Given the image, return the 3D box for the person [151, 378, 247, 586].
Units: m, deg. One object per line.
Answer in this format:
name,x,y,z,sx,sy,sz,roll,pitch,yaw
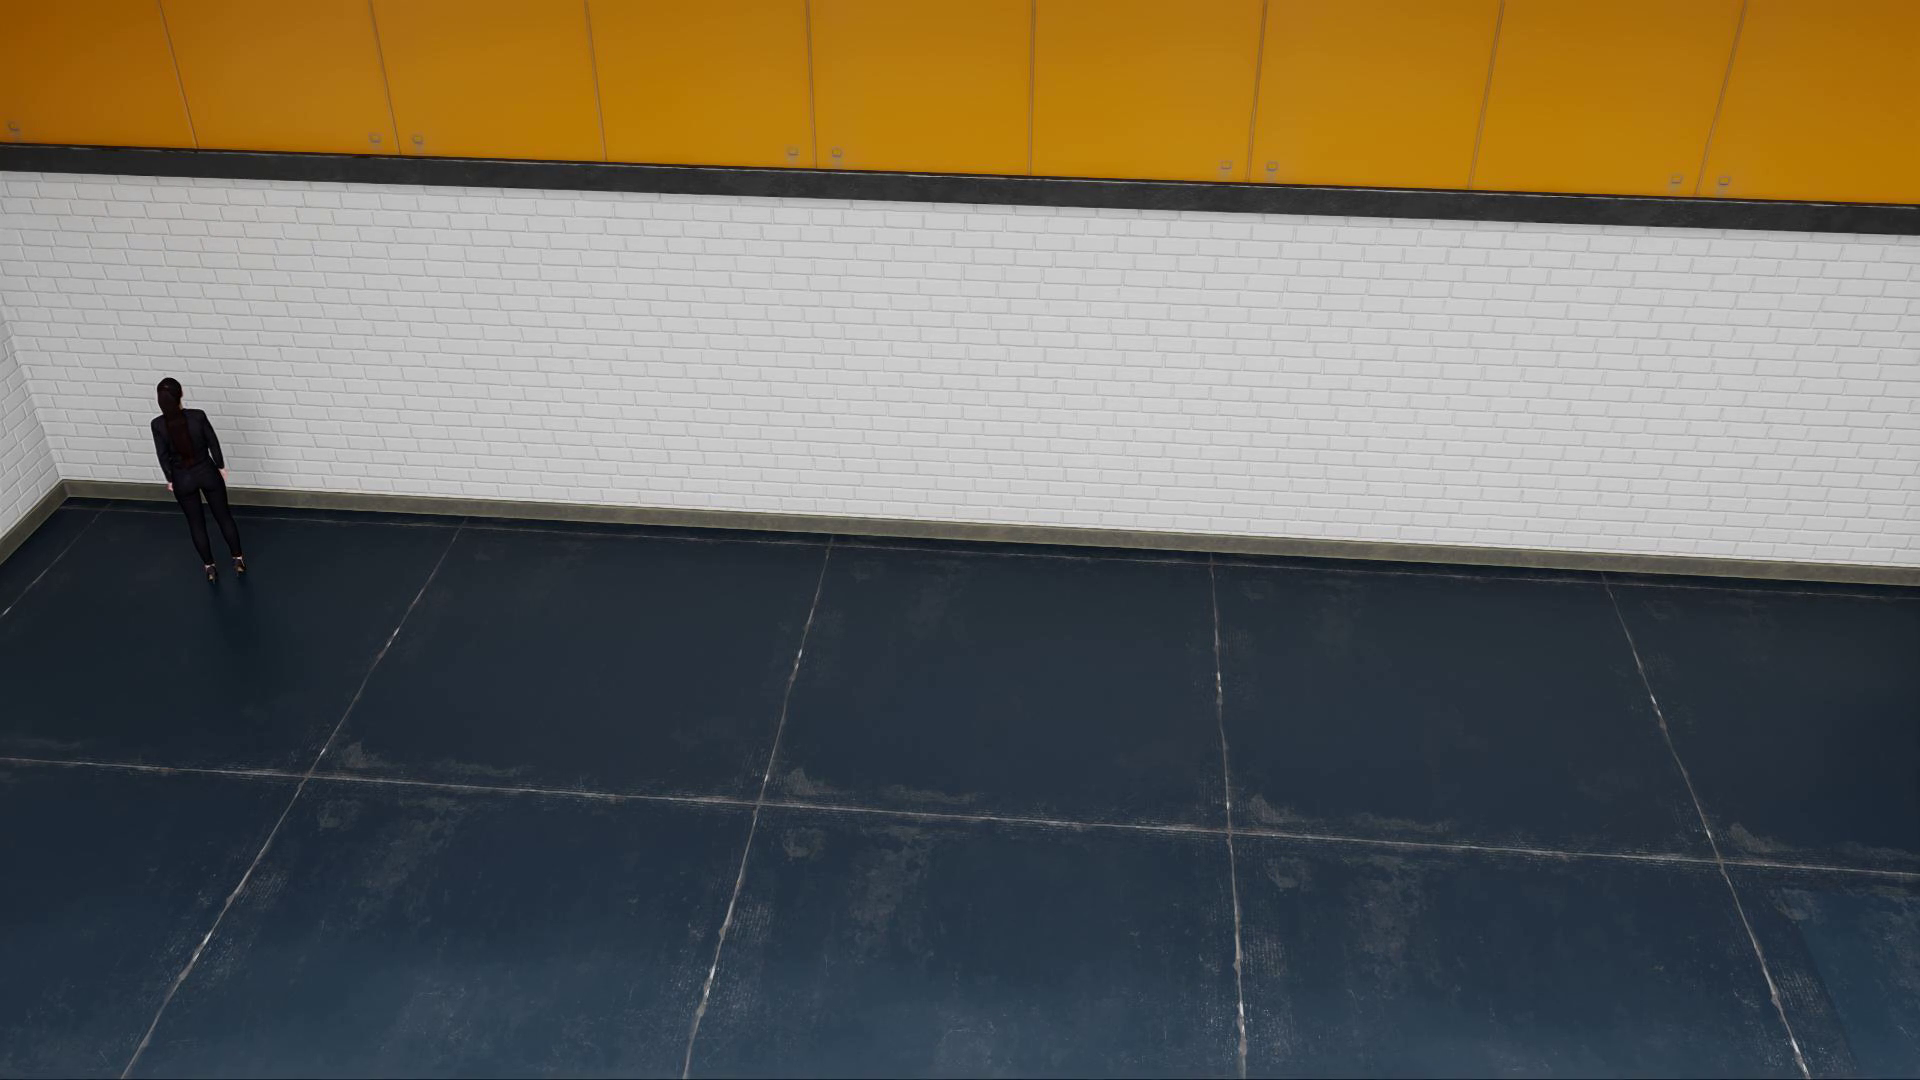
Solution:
person,-5.666,-0.449,12.358,0.642,1.712,0.653,-16,37,-22
